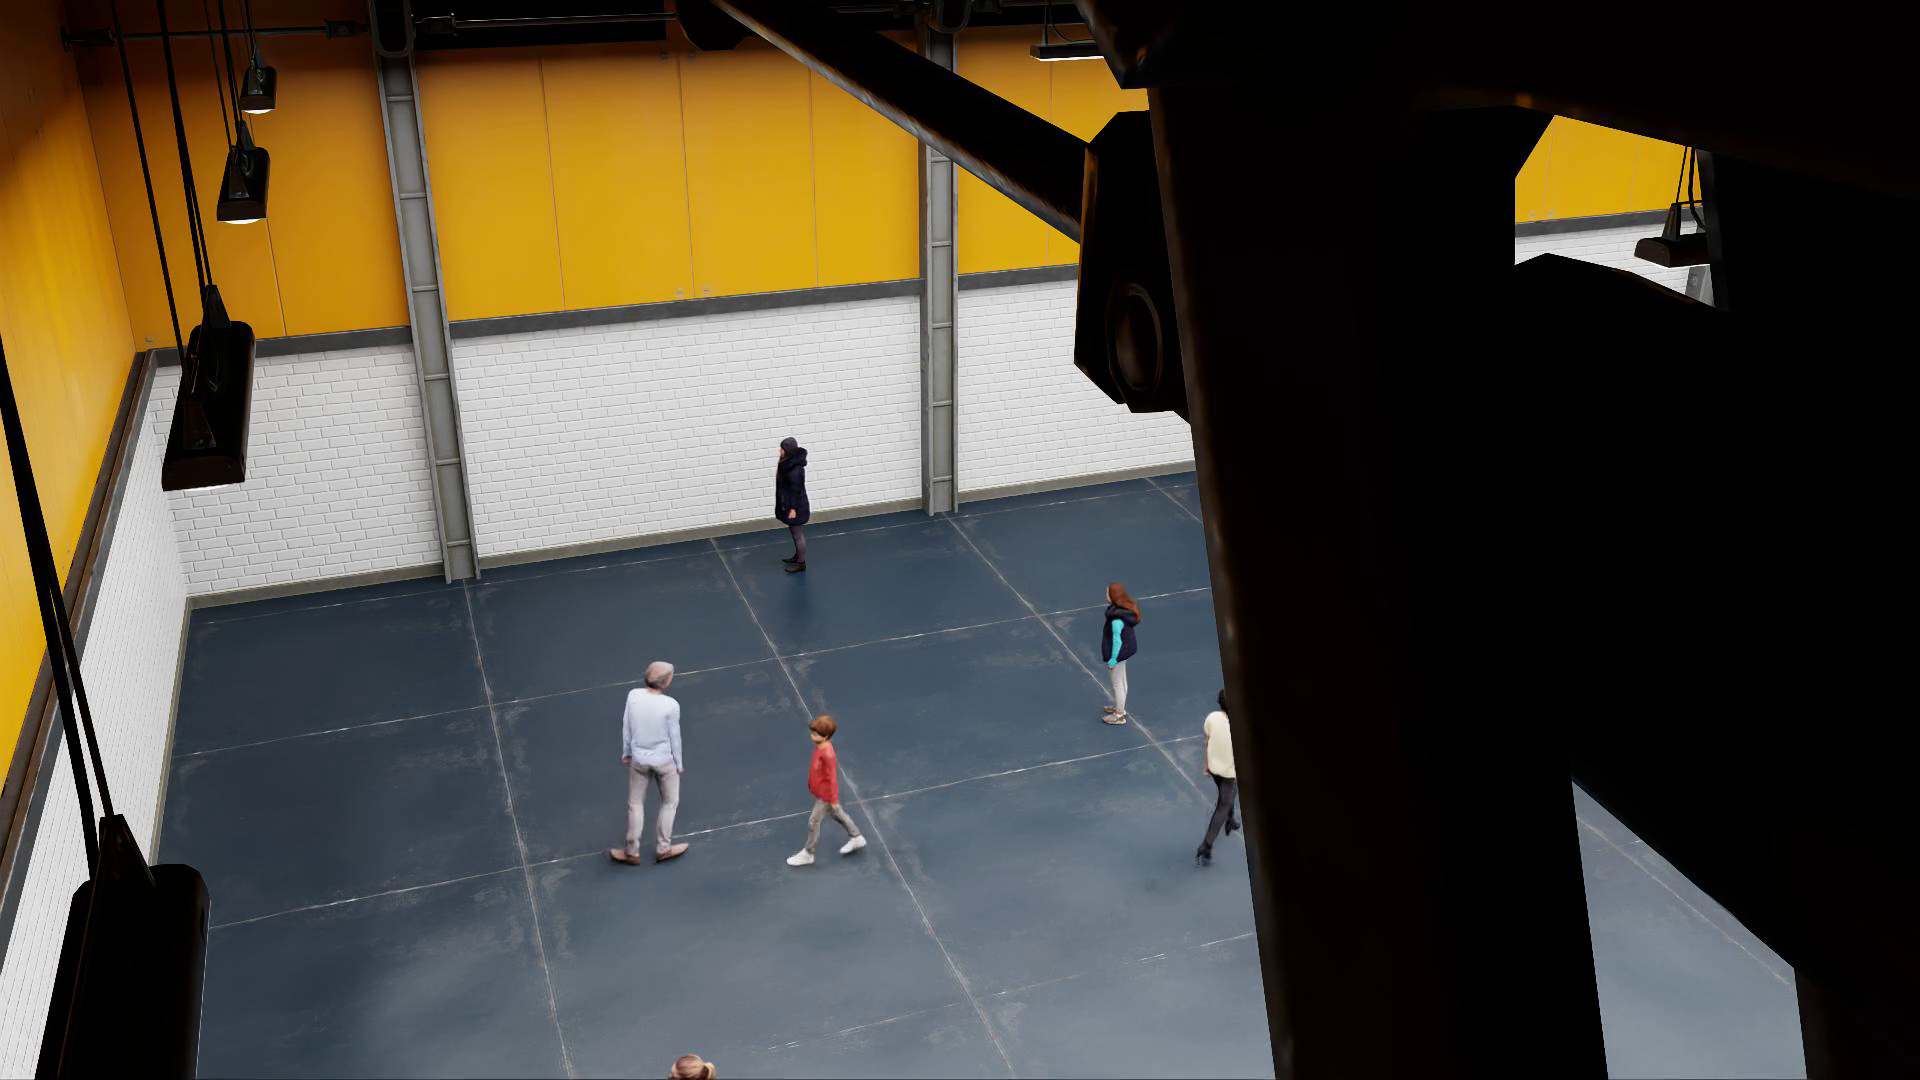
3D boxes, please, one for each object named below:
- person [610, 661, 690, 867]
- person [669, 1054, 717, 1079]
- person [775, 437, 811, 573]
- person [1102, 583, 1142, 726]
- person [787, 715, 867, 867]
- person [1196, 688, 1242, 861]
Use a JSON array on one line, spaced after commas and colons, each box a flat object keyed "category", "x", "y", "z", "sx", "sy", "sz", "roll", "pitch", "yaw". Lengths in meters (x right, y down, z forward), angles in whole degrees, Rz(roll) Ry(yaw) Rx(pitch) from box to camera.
[{"category": "person", "x": -2.634, "y": 1.895, "z": 14.032, "sx": 0.859, "sy": 1.860, "sz": 0.985, "roll": 3, "pitch": 24, "yaw": 8}, {"category": "person", "x": -1.527, "y": 3.772, "z": 9.933, "sx": 0.593, "sy": 1.702, "sz": 0.601, "roll": -1, "pitch": 24, "yaw": -3}, {"category": "person", "x": -1.956, "y": -0.430, "z": 19.581, "sx": 0.692, "sy": 1.675, "sz": 0.712, "roll": -4, "pitch": 24, "yaw": -9}, {"category": "person", "x": 1.559, "y": 1.096, "z": 16.308, "sx": 0.721, "sy": 1.500, "sz": 0.678, "roll": 5, "pitch": 24, "yaw": 12}, {"category": "person", "x": -1.073, "y": 2.115, "z": 14.122, "sx": 0.942, "sy": 1.384, "sz": 0.578, "roll": -6, "pitch": 24, "yaw": -14}, {"category": "person", "x": 2.226, "y": 2.008, "z": 14.156, "sx": 0.893, "sy": 1.552, "sz": 1.091, "roll": 20, "pitch": 31, "yaw": 39}]
